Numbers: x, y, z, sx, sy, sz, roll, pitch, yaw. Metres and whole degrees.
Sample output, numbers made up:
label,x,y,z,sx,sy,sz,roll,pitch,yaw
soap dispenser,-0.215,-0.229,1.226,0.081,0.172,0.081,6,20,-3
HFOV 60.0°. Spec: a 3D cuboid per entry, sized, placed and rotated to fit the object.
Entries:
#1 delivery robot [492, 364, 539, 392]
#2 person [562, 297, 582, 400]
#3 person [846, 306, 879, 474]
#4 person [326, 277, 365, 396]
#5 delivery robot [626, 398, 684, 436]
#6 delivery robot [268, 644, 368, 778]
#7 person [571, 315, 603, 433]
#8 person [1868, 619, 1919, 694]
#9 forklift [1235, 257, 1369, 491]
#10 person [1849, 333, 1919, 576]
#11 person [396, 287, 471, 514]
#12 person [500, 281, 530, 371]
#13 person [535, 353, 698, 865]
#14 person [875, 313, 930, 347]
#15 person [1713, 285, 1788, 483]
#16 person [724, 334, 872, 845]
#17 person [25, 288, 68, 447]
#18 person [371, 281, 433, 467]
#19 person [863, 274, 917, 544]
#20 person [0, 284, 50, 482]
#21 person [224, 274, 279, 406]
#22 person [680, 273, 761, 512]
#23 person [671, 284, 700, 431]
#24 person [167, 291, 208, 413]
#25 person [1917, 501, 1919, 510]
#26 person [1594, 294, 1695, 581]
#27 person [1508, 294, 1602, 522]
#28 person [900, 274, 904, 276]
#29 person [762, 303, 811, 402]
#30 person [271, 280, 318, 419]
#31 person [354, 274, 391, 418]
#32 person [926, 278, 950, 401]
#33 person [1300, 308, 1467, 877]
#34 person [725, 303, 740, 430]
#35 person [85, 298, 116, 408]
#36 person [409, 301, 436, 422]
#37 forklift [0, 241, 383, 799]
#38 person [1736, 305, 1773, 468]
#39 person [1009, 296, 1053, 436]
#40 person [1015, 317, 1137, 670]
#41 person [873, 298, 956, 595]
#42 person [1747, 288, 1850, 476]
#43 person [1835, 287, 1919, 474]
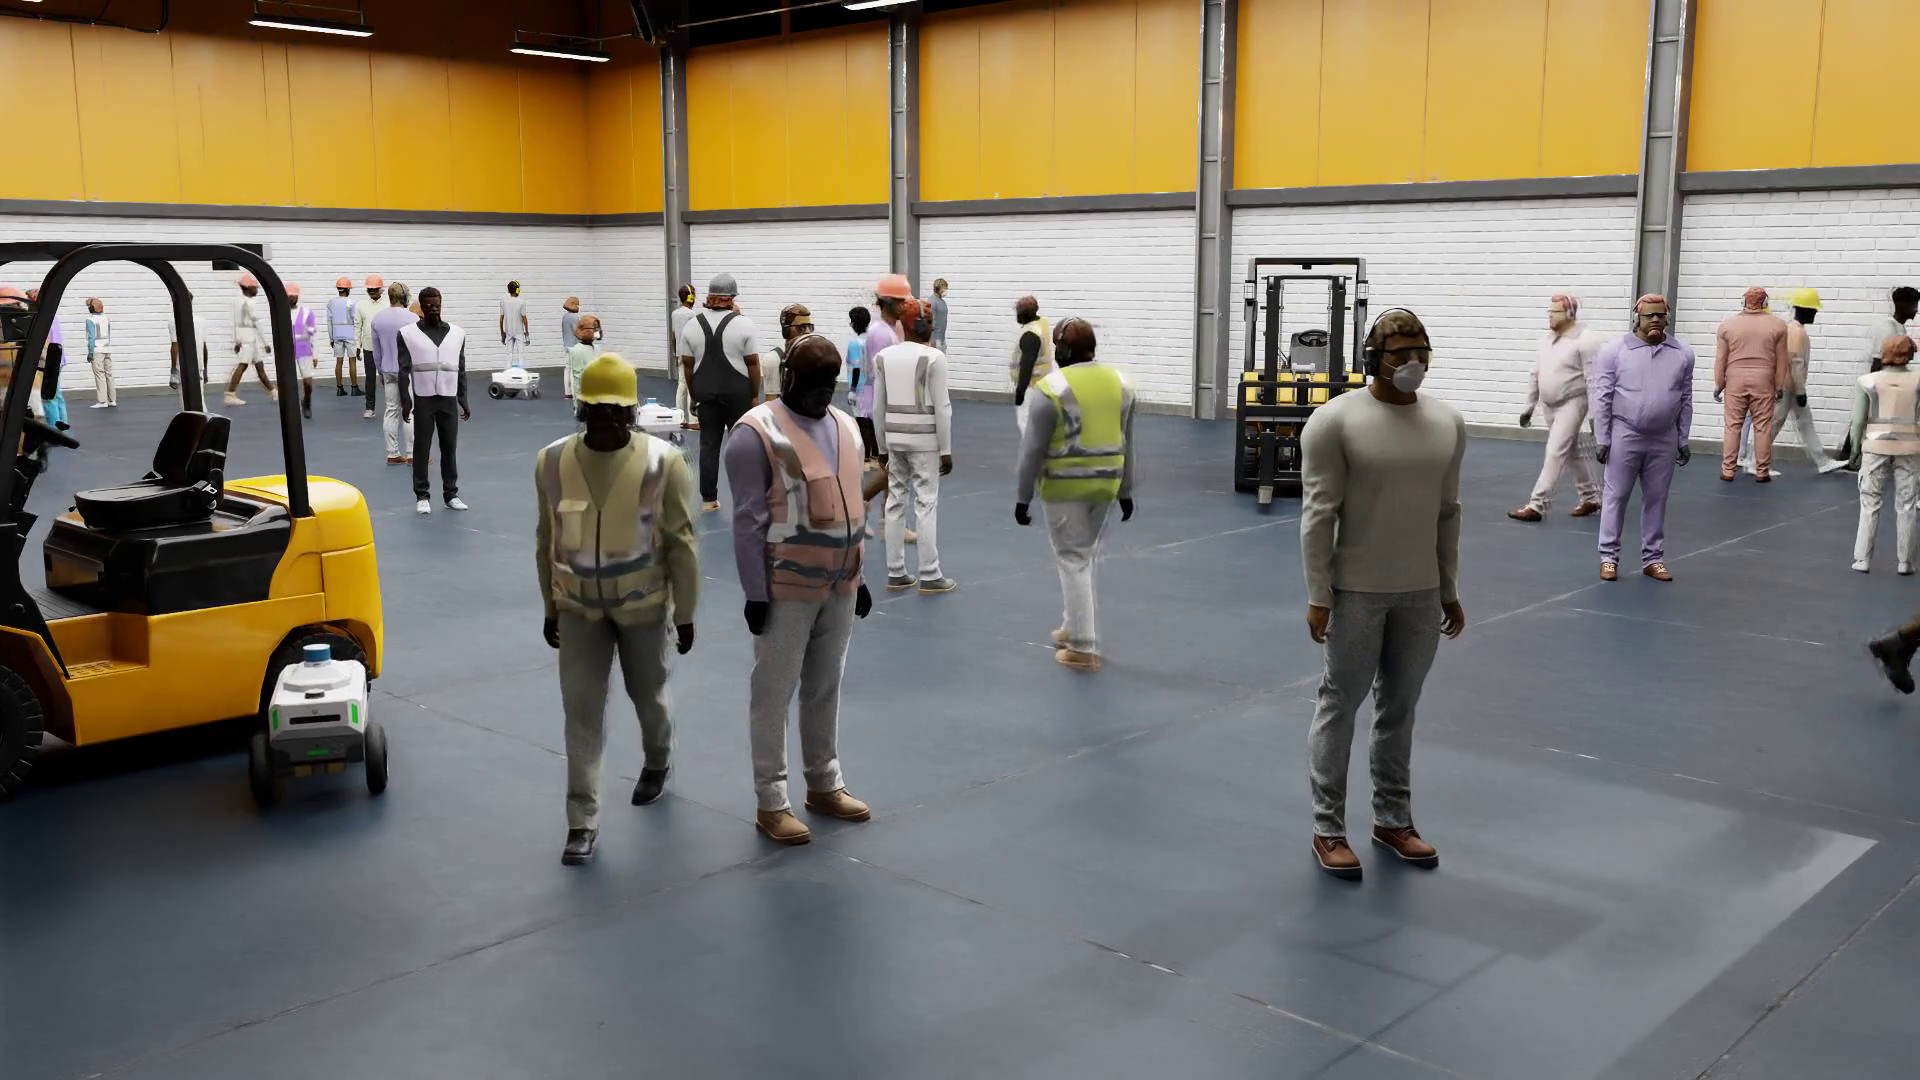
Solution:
label,x,y,z,sx,sy,sz,roll,pitch,yaw
delivery robot,-7.070,-2.561,26.470,0.707,0.478,0.477,3,10,17
person,-6.131,-3.036,26.370,0.279,1.633,0.499,-8,12,-39
person,-0.980,-1.514,16.848,0.322,1.696,0.530,4,10,22
person,-10.022,-3.313,27.144,0.551,1.935,0.375,1,9,7
delivery robot,-3.597,-1.418,19.461,0.707,0.478,0.477,-3,10,-17
delivery robot,-2.580,0.663,6.704,0.477,0.478,0.707,-3,10,-18
person,-3.535,-1.322,15.862,0.277,1.632,0.502,2,10,14
person,4.571,-0.115,7.607,0.551,1.916,0.589,-7,11,-36
forklift,3.309,-1.629,16.029,1.214,2.155,2.313,2,9,11
person,6.309,-0.575,11.271,0.512,1.638,0.312,5,10,26
person,-4.490,-1.194,14.203,0.596,1.918,0.381,-7,12,-37
person,-7.693,-3.540,28.746,0.535,1.868,0.309,2,9,10
person,-1.248,0.198,6.121,0.599,1.789,0.922,0,9,1
person,-0.649,-1.867,18.389,0.643,1.903,0.400,-3,10,-15
person,7.675,-1.508,16.168,0.639,1.911,0.402,4,10,26
person,-0.556,0.169,6.107,0.430,1.838,0.619,8,12,40
person,-10.619,-1.999,19.366,0.372,1.843,0.571,-1,9,-9
person,-5.853,-1.732,17.440,0.635,1.938,0.360,4,10,23
person,-0.549,-0.963,12.437,0.532,2.031,0.641,1,9,7
person,-9.166,-1.521,16.206,0.554,1.925,0.537,-3,10,-16
person,-10.749,-3.034,25.289,1.074,1.981,0.632,-8,12,-41
person,-1.989,-1.248,14.164,0.673,2.000,0.536,2,10,14
person,-3.482,-2.337,21.365,0.507,1.872,0.329,8,12,42
person,-8.625,-1.878,18.606,0.336,1.860,0.514,4,10,22
person,8.408,-1.123,14.277,0.322,1.768,0.560,2,9,10
person,4.543,-0.673,11.051,0.641,1.908,0.407,0,9,3
person,4.981,-1.084,13.727,0.979,1.867,0.663,-3,10,-17
person,-0.931,-2.985,24.980,0.401,1.989,0.633,-4,10,-25
person,-1.105,-0.645,11.063,0.327,1.844,0.514,6,11,32
person,-8.857,-2.489,22.153,0.566,1.921,0.691,-4,10,-21
person,-8.088,-2.685,23.117,0.625,1.991,0.380,-2,10,-13
person,-0.351,-3.071,25.673,0.377,1.933,0.629,3,10,16
person,1.460,0.179,5.724,0.627,1.940,0.371,-3,10,-19
person,-2.918,-2.223,21.370,0.306,1.638,0.524,6,11,34
person,-12.822,-2.779,24.777,0.308,1.639,0.523,1,9,4
person,-7.289,-2.395,22.444,0.502,1.633,0.280,-1,9,-3
forklift,-3.706,-0.171,7.093,1.214,2.155,2.313,9,13,43
person,8.284,-1.640,17.408,0.309,1.769,0.523,2,10,14
person,0.705,-1.544,16.743,0.438,1.810,0.692,2,10,13
person,0.550,-0.255,8.761,0.656,1.814,0.744,-6,11,-33
person,-0.293,-0.589,10.626,0.574,1.876,0.360,7,11,36
person,8.339,-1.534,16.426,0.973,1.868,0.603,4,10,23
person,9.236,-1.544,16.420,1.086,1.883,0.663,7,11,36
